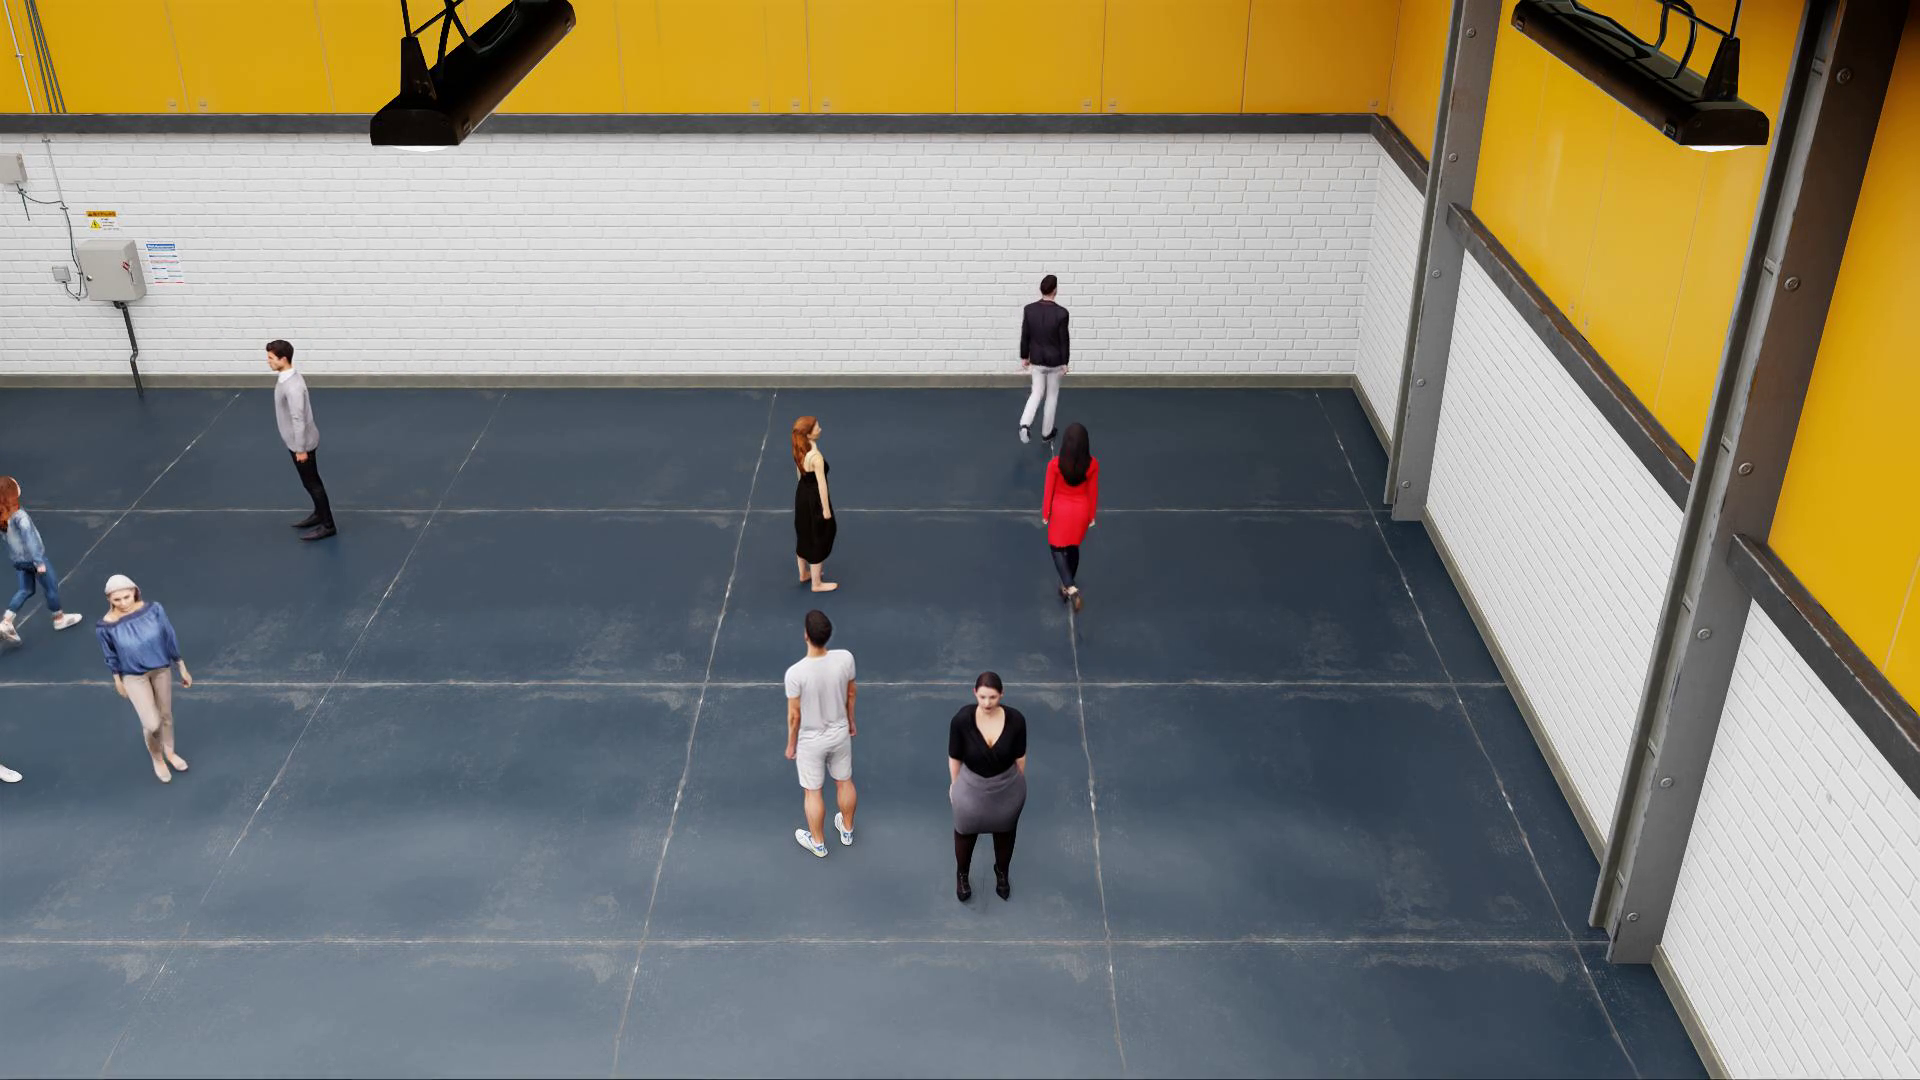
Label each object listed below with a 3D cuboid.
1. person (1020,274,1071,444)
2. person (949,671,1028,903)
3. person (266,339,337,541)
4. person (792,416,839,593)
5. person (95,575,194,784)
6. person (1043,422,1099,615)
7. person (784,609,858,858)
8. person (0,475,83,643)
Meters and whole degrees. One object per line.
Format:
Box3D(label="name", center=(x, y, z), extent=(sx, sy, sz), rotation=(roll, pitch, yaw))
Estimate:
Box3D(label="person", center=(0.838, -1.774, 16.813), extent=(0.908, 1.825, 1.060), rotation=(13, 31, 23))
Box3D(label="person", center=(0.175, 1.586, 10.722), extent=(0.660, 1.758, 0.613), rotation=(-1, 29, -2))
Box3D(label="person", center=(-6.009, -0.938, 15.181), extent=(0.882, 1.920, 0.747), rotation=(-14, 31, -23))
Box3D(label="person", center=(-1.288, -0.329, 14.373), extent=(0.736, 1.624, 0.651), rotation=(-17, 33, -28))
Box3D(label="person", center=(-5.891, 0.947, 11.971), extent=(0.815, 1.684, 0.750), rotation=(23, 36, 36))
Box3D(label="person", center=(0.932, -0.144, 13.918), extent=(0.734, 1.735, 0.950), rotation=(-6, 29, -11))
Box3D(label="person", center=(-0.924, 1.295, 11.156), extent=(0.764, 1.854, 0.765), rotation=(-17, 33, -29))
Box3D(label="person", center=(-7.704, 0.180, 13.613), extent=(0.842, 1.458, 0.984), rotation=(17, 33, 28))
